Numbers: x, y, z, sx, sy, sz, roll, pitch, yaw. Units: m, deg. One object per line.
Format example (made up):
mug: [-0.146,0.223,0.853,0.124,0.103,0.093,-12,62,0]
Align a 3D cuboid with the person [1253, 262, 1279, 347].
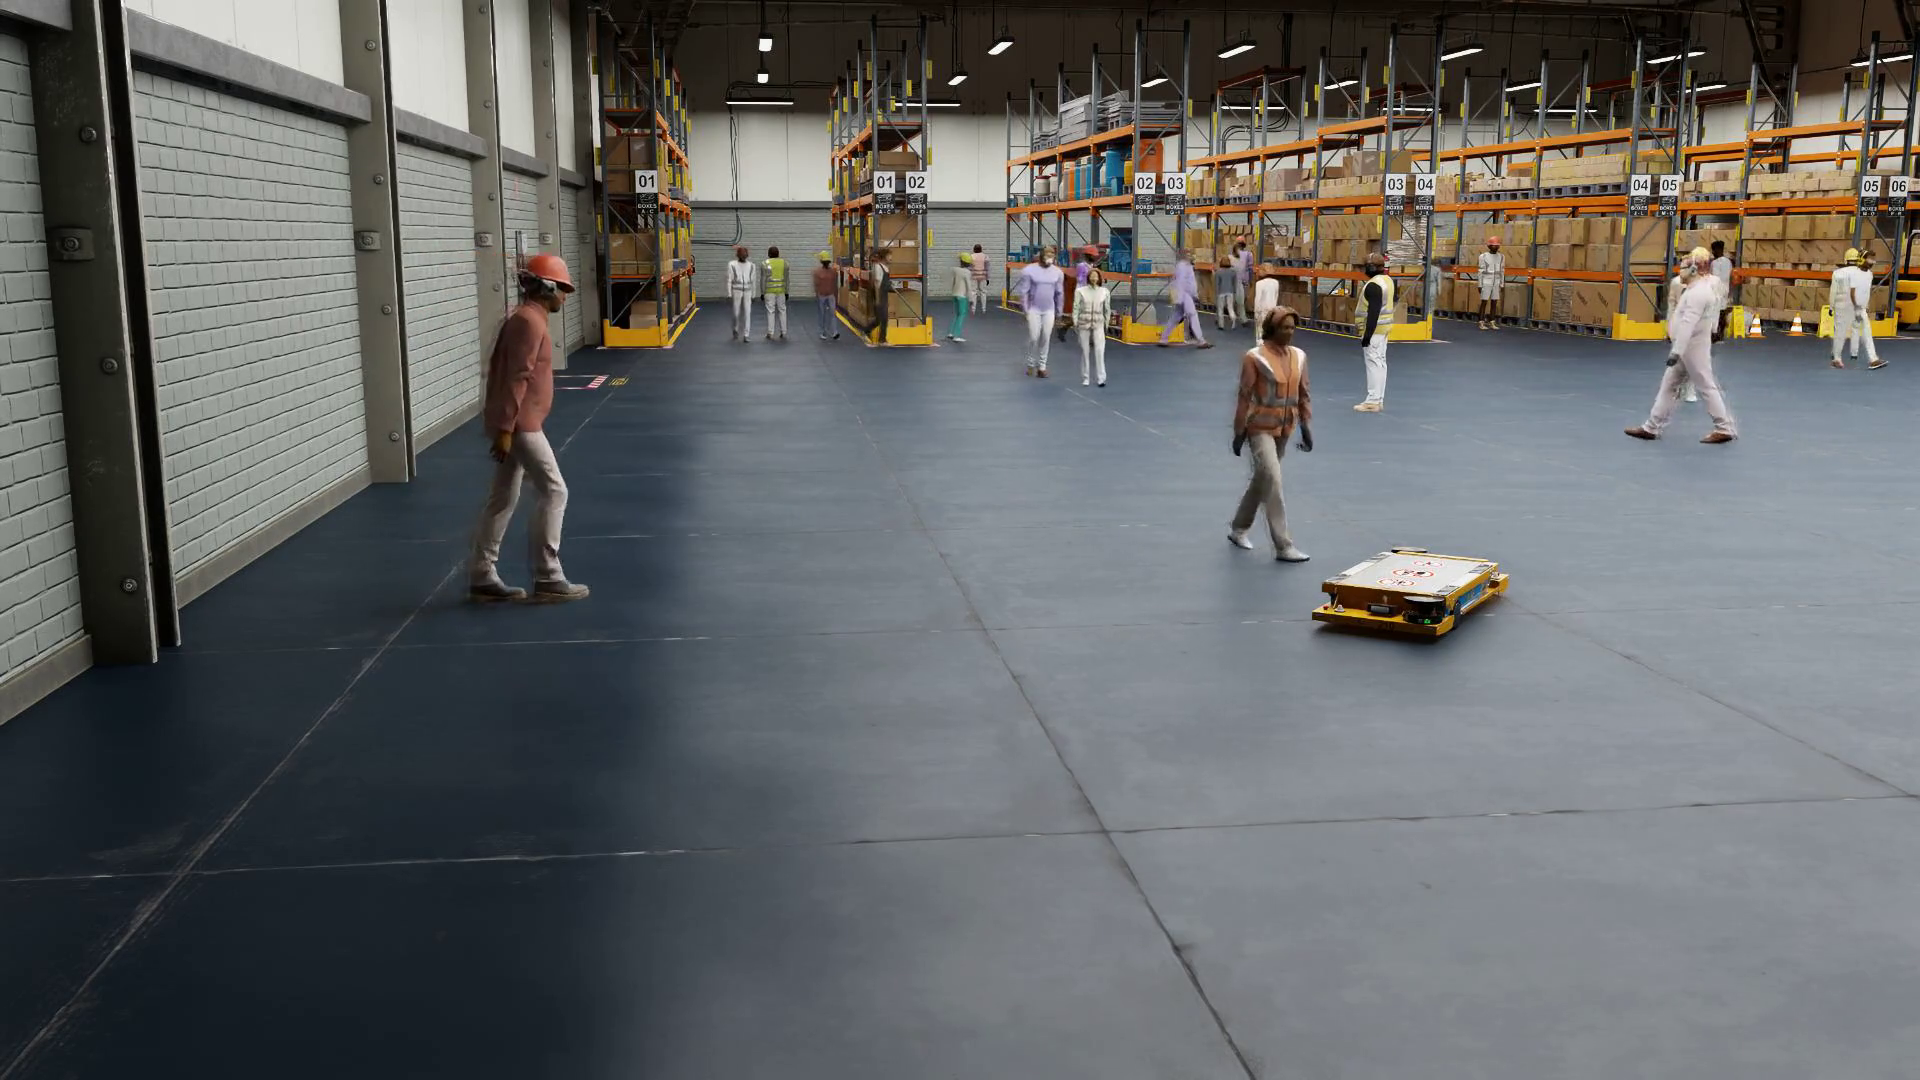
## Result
person: [4.824,-3.565,26.269,0.516,1.633,0.296,-7,13,-34]

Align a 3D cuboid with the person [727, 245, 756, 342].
person: [-4.245,-4.785,32.316,0.587,1.866,0.725,-3,11,-17]

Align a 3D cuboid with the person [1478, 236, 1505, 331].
person: [11.525,-5.551,36.042,0.606,2.036,0.407,-2,11,-11]

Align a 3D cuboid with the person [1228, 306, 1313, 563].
person: [1.955,-0.687,10.578,0.519,1.596,0.781,-8,13,-36]

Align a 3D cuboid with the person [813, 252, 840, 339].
person: [-2.625,-4.803,32.825,0.515,1.714,0.936,-3,11,-15]

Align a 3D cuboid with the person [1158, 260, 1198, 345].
person: [4.152,-4.465,31.117,0.804,1.667,0.536,3,11,14]

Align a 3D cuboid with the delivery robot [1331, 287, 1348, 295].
delivery robot: [11.378,-7.322,49.549,0.707,0.478,0.477,2,11,13]

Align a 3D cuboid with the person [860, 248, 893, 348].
person: [-1.500,-4.441,30.547,0.519,1.818,0.554,4,11,20]

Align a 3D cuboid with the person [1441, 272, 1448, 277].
person: [14.669,-8.157,50.658,0.645,1.918,0.556,3,11,14]

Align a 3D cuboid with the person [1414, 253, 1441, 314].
person: [9.880,-5.220,35.149,0.503,1.691,0.897,0,10,-1]

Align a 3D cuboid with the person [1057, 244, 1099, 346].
person: [2.215,-4.571,31.057,0.797,1.899,0.567,4,11,21]

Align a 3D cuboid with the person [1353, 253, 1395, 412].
person: [4.816,-2.414,19.397,0.429,1.837,0.621,5,12,27]

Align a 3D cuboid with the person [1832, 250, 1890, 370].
person: [13.752,-3.486,25.337,0.492,1.808,0.985,-3,11,-17]

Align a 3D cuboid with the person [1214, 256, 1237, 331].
person: [5.742,-5.303,35.853,0.501,1.613,0.593,-1,10,-5]

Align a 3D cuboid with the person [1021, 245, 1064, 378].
person: [1.189,-3.274,23.902,0.656,1.908,0.458,-2,11,-13]

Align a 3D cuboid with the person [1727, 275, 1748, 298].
person: [18.918,-6.354,40.832,0.679,1.885,0.616,-1,10,-7]

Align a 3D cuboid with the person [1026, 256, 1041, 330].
person: [1.621,-5.275,35.674,0.545,1.601,0.817,-1,10,-4]

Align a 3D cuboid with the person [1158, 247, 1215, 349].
person: [4.095,-4.387,30.228,1.037,1.856,0.625,1,10,8]

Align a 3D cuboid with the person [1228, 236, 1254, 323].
person: [6.573,-6.102,39.042,0.607,2.044,0.376,1,10,8]

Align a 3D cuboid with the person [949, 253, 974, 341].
person: [0.026,-4.701,32.267,0.366,1.719,0.611,-8,13,-36]

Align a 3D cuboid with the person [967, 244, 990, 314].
person: [0.474,-6.840,43.639,0.627,1.844,0.429,-2,10,-9]

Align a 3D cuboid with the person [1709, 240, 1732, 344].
person: [14.403,-4.709,31.634,0.607,1.959,0.393,-8,13,-38]

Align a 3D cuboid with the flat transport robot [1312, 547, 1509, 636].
flat transport robot: [2.473,0.259,9.031,0.652,0.197,1.431,6,12,31]

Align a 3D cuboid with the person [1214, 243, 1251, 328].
person: [6.126,-5.728,37.463,0.654,1.885,1.035,-7,12,-33]

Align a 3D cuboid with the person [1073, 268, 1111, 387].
person: [1.786,-2.871,22.546,0.517,1.601,0.744,0,10,1]

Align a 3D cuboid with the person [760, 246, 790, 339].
person: [-3.716,-4.952,33.286,0.634,1.841,0.429,-6,12,-30]

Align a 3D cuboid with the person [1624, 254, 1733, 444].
person: [7.186,-1.878,16.404,0.991,1.858,0.650,3,11,17]

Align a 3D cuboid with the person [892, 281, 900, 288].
person: [-1.948,-7.230,45.718,0.601,1.851,0.845,-1,10,-4]

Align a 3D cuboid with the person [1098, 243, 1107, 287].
person: [3.645,-7.158,45.040,0.618,1.972,0.849,-3,11,-14]

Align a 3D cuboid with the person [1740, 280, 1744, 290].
person: [19.439,-6.447,41.504,0.530,1.839,0.824,-7,12,-34]

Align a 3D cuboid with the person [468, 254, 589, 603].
person: [-2.412,-0.606,9.229,0.772,1.925,0.643,-5,11,-25]

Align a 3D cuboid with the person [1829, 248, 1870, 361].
person: [14.526,-3.838,27.196,0.590,1.837,0.404,3,11,16]

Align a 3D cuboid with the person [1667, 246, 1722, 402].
person: [8.940,-2.616,20.293,0.590,1.909,0.595,6,12,31]
